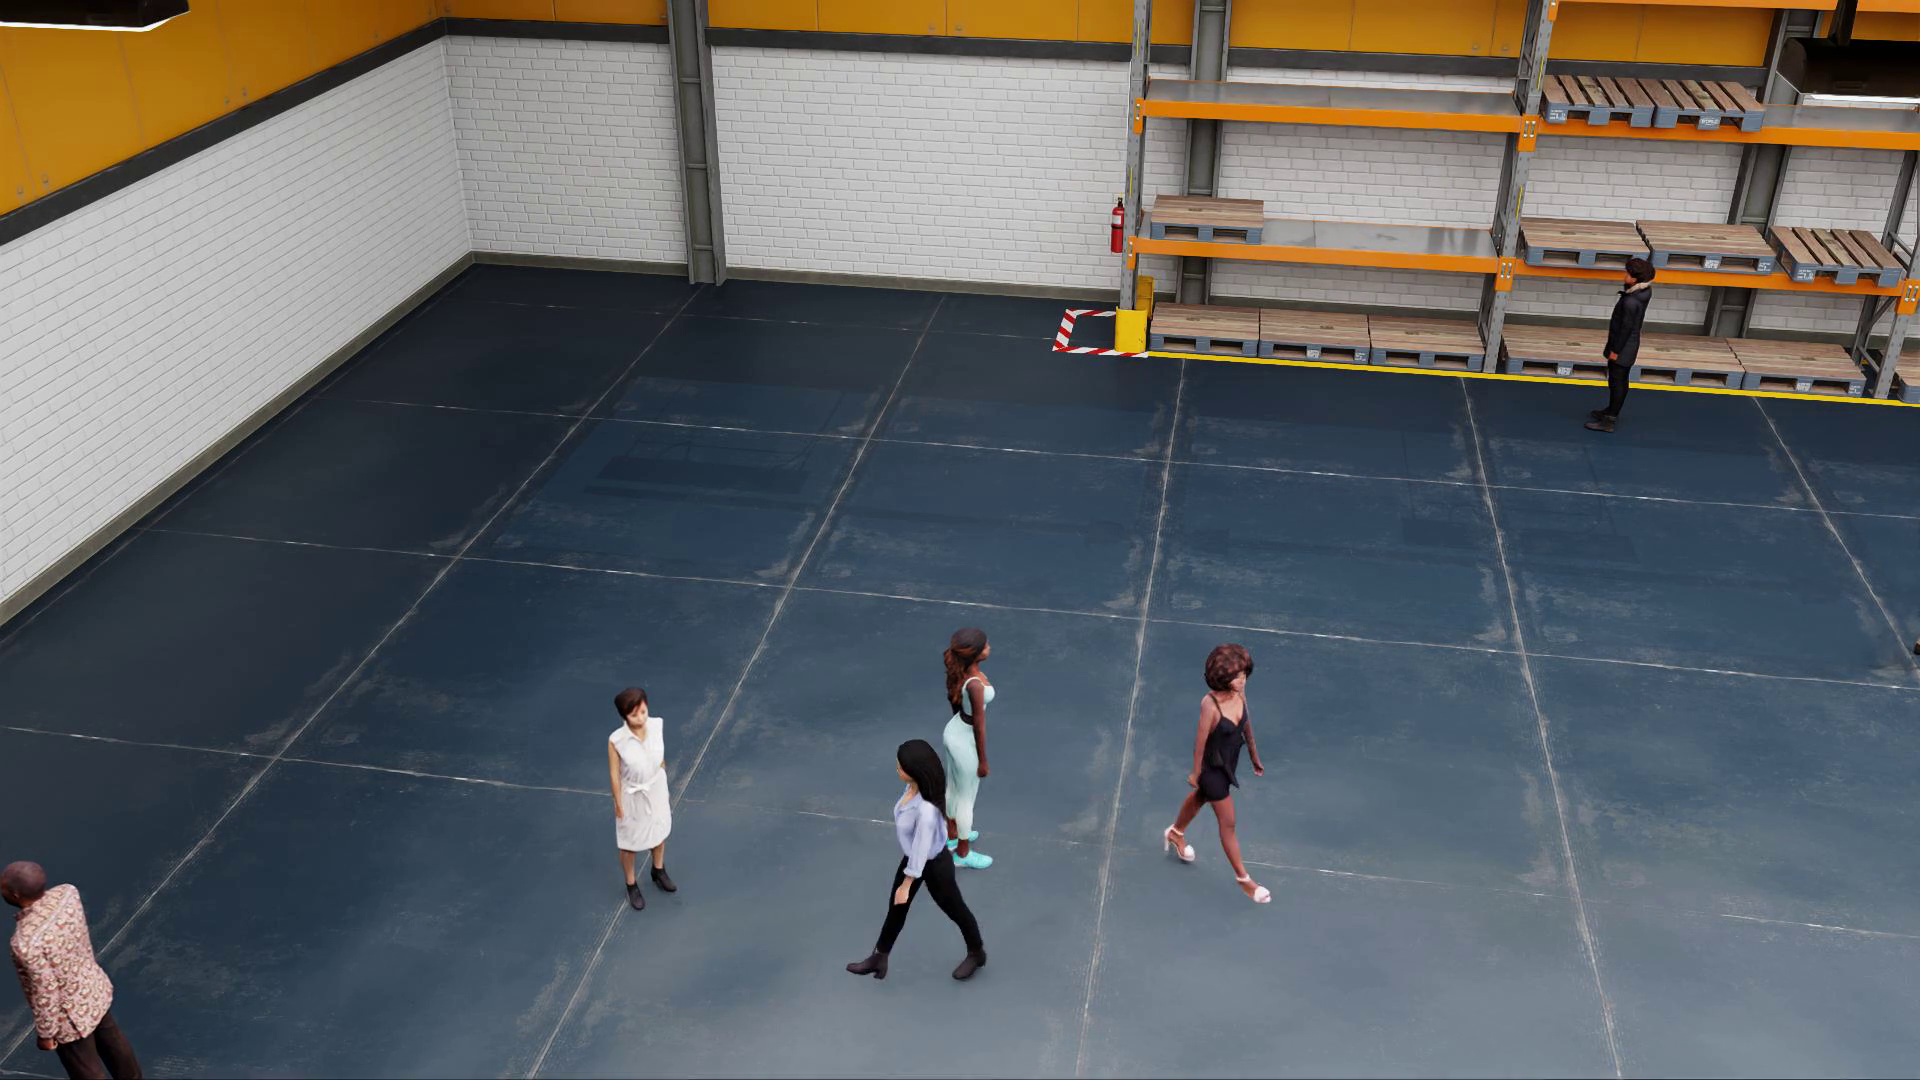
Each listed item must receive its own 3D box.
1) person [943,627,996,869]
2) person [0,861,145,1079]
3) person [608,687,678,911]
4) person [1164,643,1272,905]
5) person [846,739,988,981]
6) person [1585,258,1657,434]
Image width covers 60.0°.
[{"bbox_3d":[0.040,1.306,10.622,0.669,1.724,0.647,-10,30,-18],"label":"person"},{"bbox_3d":[-4.570,2.379,8.568,0.652,1.807,0.737,0,29,-1],"label":"person"},{"bbox_3d":[-1.977,1.572,10.310,0.643,1.555,0.686,-23,36,-35],"label":"person"},{"bbox_3d":[1.539,1.396,10.438,1.132,1.742,0.886,21,35,33],"label":"person"},{"bbox_3d":[-0.087,1.882,9.591,1.181,1.700,0.948,-8,30,-14],"label":"person"},{"bbox_3d":[6.598,-1.941,16.516,0.727,1.780,0.717,17,33,29],"label":"person"}]
